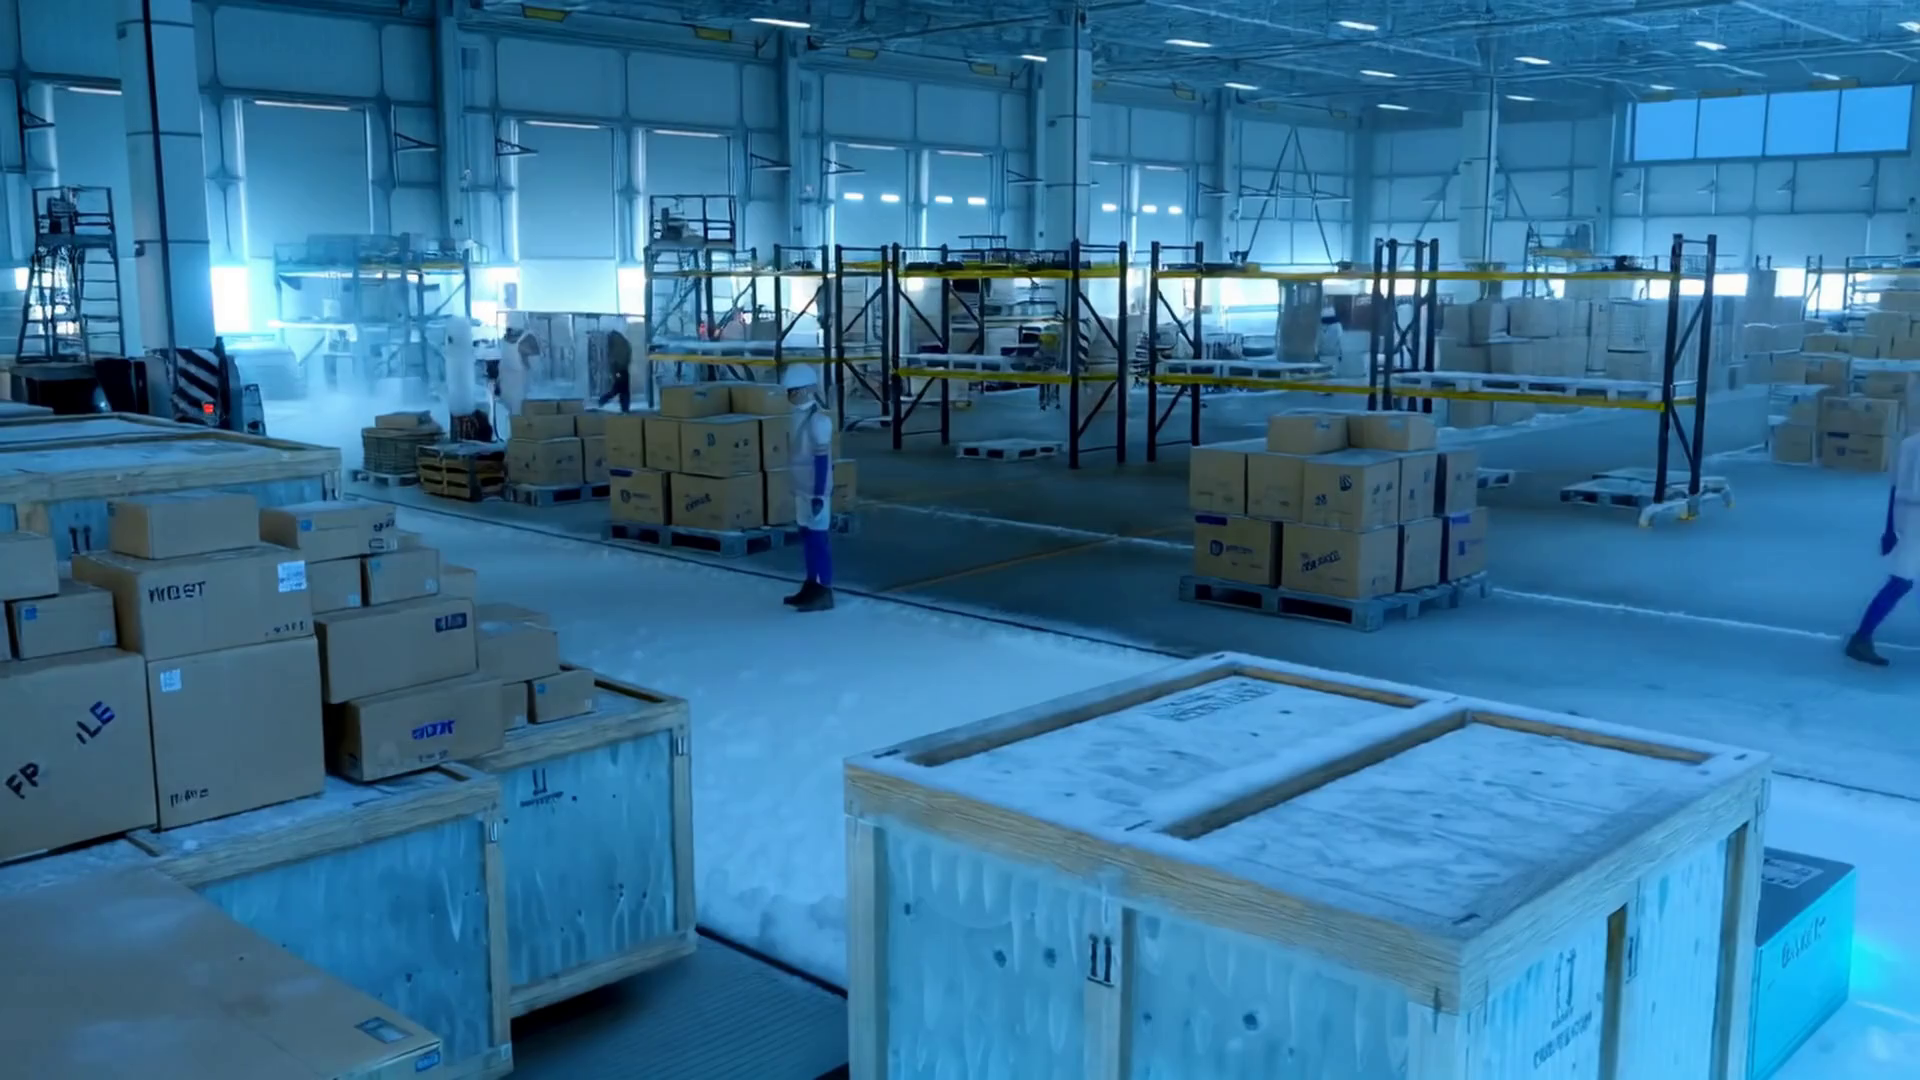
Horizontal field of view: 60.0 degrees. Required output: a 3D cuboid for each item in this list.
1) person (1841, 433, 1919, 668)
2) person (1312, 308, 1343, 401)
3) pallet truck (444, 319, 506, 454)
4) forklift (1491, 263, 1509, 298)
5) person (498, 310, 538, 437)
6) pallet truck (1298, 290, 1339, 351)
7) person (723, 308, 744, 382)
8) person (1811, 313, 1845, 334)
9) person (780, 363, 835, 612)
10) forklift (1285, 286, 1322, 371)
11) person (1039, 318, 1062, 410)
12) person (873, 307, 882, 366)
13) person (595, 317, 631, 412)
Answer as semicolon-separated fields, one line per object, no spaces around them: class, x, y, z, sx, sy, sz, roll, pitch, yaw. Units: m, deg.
person;6.389;-0.075;10.978;1.024;1.916;0.605;2;9;11
person;7.508;-3.781;33.832;1.007;1.885;0.605;-9;13;-44
pallet truck;-6.981;-1.942;22.150;1.885;1.965;0.823;1;9;9
forklift;14.960;-6.327;46.335;1.873;2.768;1.129;3;10;17
person;-6.984;-2.622;26.188;0.703;2.000;0.573;4;10;25
pallet truck;11.297;-6.951;52.861;1.885;1.965;0.823;-5;11;-29
person;-4.206;-3.357;31.041;0.365;1.931;0.631;-7;11;-35
person;14.488;-2.833;27.858;0.647;1.914;0.488;5;11;28
person;-1.198;-0.411;12.990;0.381;1.933;0.545;-5;10;-28
forklift;8.931;-5.833;43.310;1.129;2.768;1.873;5;10;26
person;1.734;-3.328;31.462;0.490;1.735;0.322;-5;11;-30
person;-2.155;-5.388;44.407;0.322;1.631;0.523;0;9;-2
person;-6.070;-3.018;29.314;0.629;1.815;0.650;-3;10;-16
